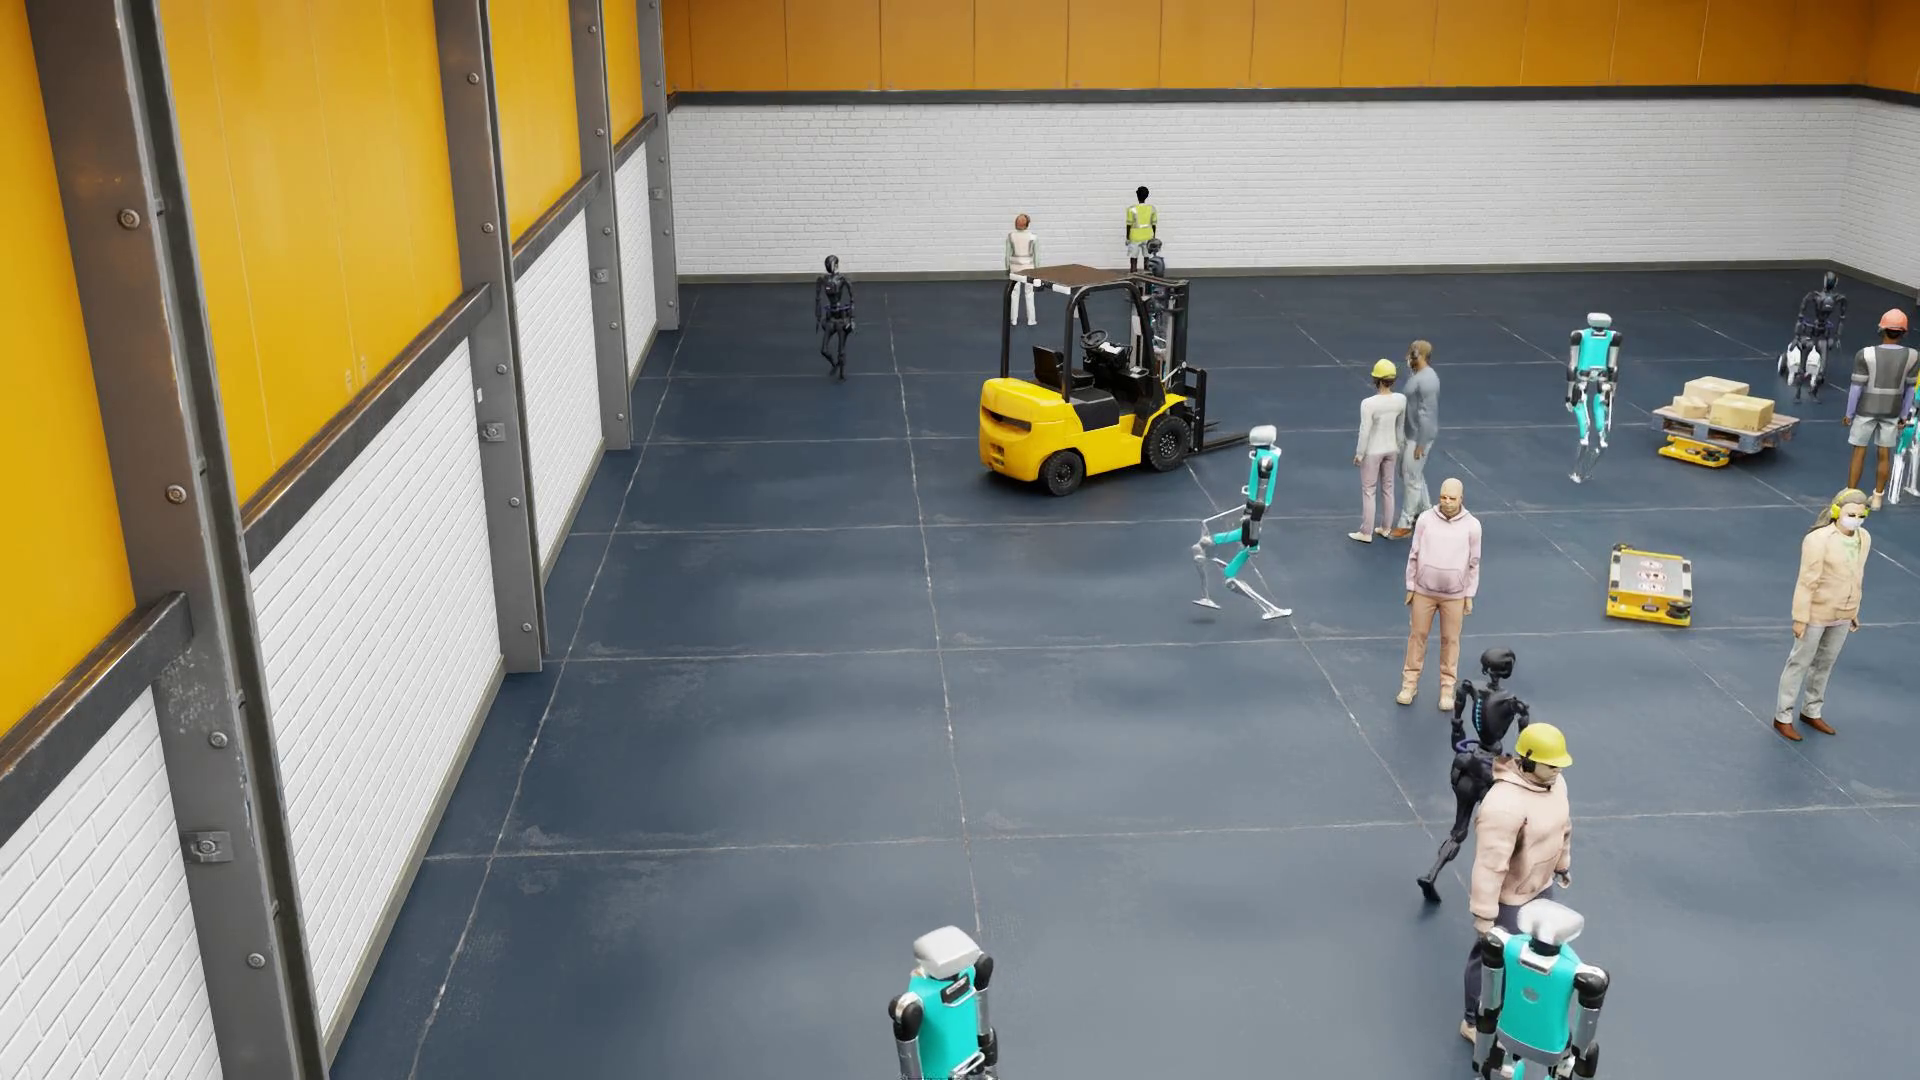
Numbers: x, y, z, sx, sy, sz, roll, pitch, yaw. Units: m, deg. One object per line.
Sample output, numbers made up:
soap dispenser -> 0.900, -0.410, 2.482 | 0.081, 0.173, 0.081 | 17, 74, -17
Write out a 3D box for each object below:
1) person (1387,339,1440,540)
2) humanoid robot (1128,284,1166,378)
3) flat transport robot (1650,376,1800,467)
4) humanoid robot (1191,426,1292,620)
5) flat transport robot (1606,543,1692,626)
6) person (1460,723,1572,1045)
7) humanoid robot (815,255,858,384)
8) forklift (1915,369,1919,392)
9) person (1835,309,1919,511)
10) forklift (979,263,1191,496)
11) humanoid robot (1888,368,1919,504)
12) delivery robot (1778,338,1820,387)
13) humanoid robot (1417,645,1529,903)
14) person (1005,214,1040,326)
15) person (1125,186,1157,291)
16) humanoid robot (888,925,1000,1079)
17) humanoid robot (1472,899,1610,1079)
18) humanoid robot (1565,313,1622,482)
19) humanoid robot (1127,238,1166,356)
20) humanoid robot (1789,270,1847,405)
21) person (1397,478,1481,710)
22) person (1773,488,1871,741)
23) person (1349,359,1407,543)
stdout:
person -> 4.388, -0.959, 15.885 | 0.534, 1.898, 0.709 | 1, 20, 3
humanoid robot -> 2.319, -2.314, 19.808 | 1.032, 1.732, 0.553 | -6, 21, -16
flat transport robot -> 8.512, -1.088, 18.591 | 1.431, 0.231, 0.659 | -15, 25, -35
humanoid robot -> 2.277, -0.110, 13.828 | 1.044, 1.751, 0.558 | 4, 21, 11
flat transport robot -> 6.042, 0.386, 14.575 | 0.659, 0.231, 1.431 | 8, 22, 20
person -> 2.842, 1.763, 8.525 | 0.789, 1.859, 0.430 | -17, 26, -38
humanoid robot -> -1.568, -2.831, 21.307 | 0.609, 1.646, 0.352 | 9, 22, 22
forklift -> 12.602, -2.435, 19.475 | 2.313, 2.155, 1.214 | -1, 20, -4
person -> 9.130, -1.286, 16.562 | 0.607, 2.044, 0.367 | 3, 20, 9
forklift -> 1.315, -1.764, 17.646 | 2.313, 2.155, 1.214 | -14, 24, -33
humanoid robot -> 9.730, -1.241, 16.884 | 0.533, 1.771, 0.834 | 6, 21, 15
delivery robot -> 10.923, -2.318, 21.555 | 0.499, 0.613, 0.790 | 8, 21, 20
humanoid robot -> 3.077, 1.398, 9.843 | 0.719, 1.649, 0.599 | -14, 24, -33
person -> 0.910, -3.953, 24.408 | 0.513, 1.636, 0.314 | 3, 20, 9
person -> 2.914, -4.830, 26.740 | 0.541, 1.684, 0.329 | -6, 21, -16
humanoid robot -> 0.105, 2.504, 6.796 | 0.735, 1.868, 0.546 | 17, 26, 39
humanoid robot -> 2.639, 2.274, 7.369 | 0.532, 1.774, 1.002 | 17, 26, 38
humanoid robot -> 6.679, -1.429, 17.459 | 0.537, 1.813, 0.769 | 0, 20, 0
humanoid robot -> 2.583, -3.260, 22.484 | 0.651, 1.635, 0.591 | 7, 21, 18
humanoid robot -> 10.483, -2.474, 20.328 | 0.598, 1.659, 0.315 | 2, 20, 6
person -> 3.576, 0.385, 12.379 | 0.520, 1.783, 0.403 | 8, 21, 20
person -> 6.181, 0.515, 11.897 | 0.561, 1.874, 0.390 | -6, 21, -16
person -> 3.952, -0.841, 15.746 | 0.533, 1.767, 0.313 | -10, 22, -25
